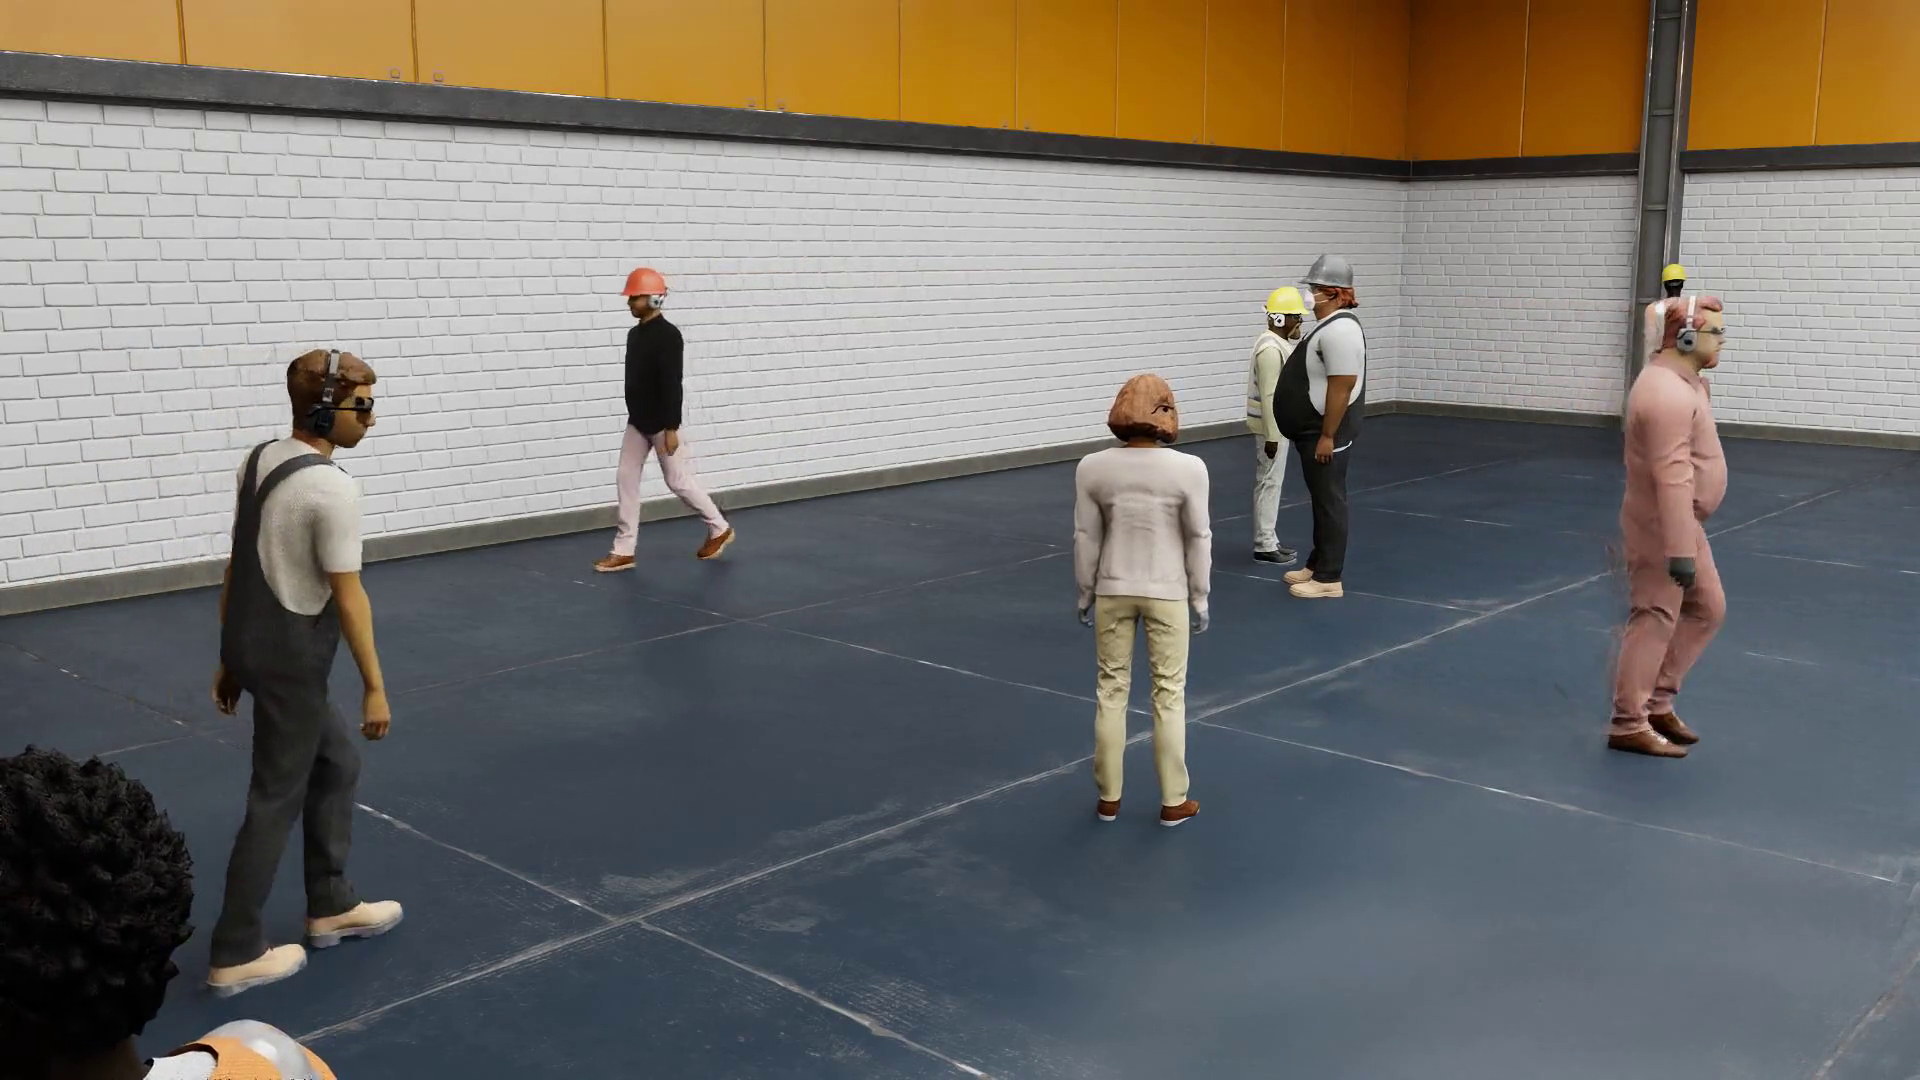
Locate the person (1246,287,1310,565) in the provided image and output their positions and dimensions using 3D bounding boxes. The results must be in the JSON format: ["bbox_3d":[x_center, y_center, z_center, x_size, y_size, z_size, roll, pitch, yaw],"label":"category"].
[{"bbox_3d":[2.091,-0.746,10.952,0.403,1.827,0.589,3,10,15],"label":"person"}]

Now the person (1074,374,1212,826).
[{"bbox_3d":[0.657,0.218,5.996,0.498,1.633,0.281,4,11,20],"label":"person"}]

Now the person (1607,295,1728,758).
[{"bbox_3d":[2.921,-0.041,6.741,0.502,1.888,0.678,4,11,24],"label":"person"}]

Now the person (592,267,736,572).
[{"bbox_3d":[-1.926,-0.790,10.826,0.963,1.962,0.624,-8,13,-40],"label":"person"}]

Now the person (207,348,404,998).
[{"bbox_3d":[-1.831,0.366,4.691,0.505,1.794,0.736,10,14,44],"label":"person"}]

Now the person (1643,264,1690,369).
[{"bbox_3d":[6.738,-1.647,15.797,0.587,1.922,0.383,-1,10,-6],"label":"person"}]

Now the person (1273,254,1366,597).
[{"bbox_3d":[2.143,-0.683,9.971,0.537,2.000,0.682,1,10,8],"label":"person"}]

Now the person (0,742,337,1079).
[{"bbox_3d":[-0.691,0.997,1.413,0.320,1.695,0.534,2,10,12],"label":"person"}]
